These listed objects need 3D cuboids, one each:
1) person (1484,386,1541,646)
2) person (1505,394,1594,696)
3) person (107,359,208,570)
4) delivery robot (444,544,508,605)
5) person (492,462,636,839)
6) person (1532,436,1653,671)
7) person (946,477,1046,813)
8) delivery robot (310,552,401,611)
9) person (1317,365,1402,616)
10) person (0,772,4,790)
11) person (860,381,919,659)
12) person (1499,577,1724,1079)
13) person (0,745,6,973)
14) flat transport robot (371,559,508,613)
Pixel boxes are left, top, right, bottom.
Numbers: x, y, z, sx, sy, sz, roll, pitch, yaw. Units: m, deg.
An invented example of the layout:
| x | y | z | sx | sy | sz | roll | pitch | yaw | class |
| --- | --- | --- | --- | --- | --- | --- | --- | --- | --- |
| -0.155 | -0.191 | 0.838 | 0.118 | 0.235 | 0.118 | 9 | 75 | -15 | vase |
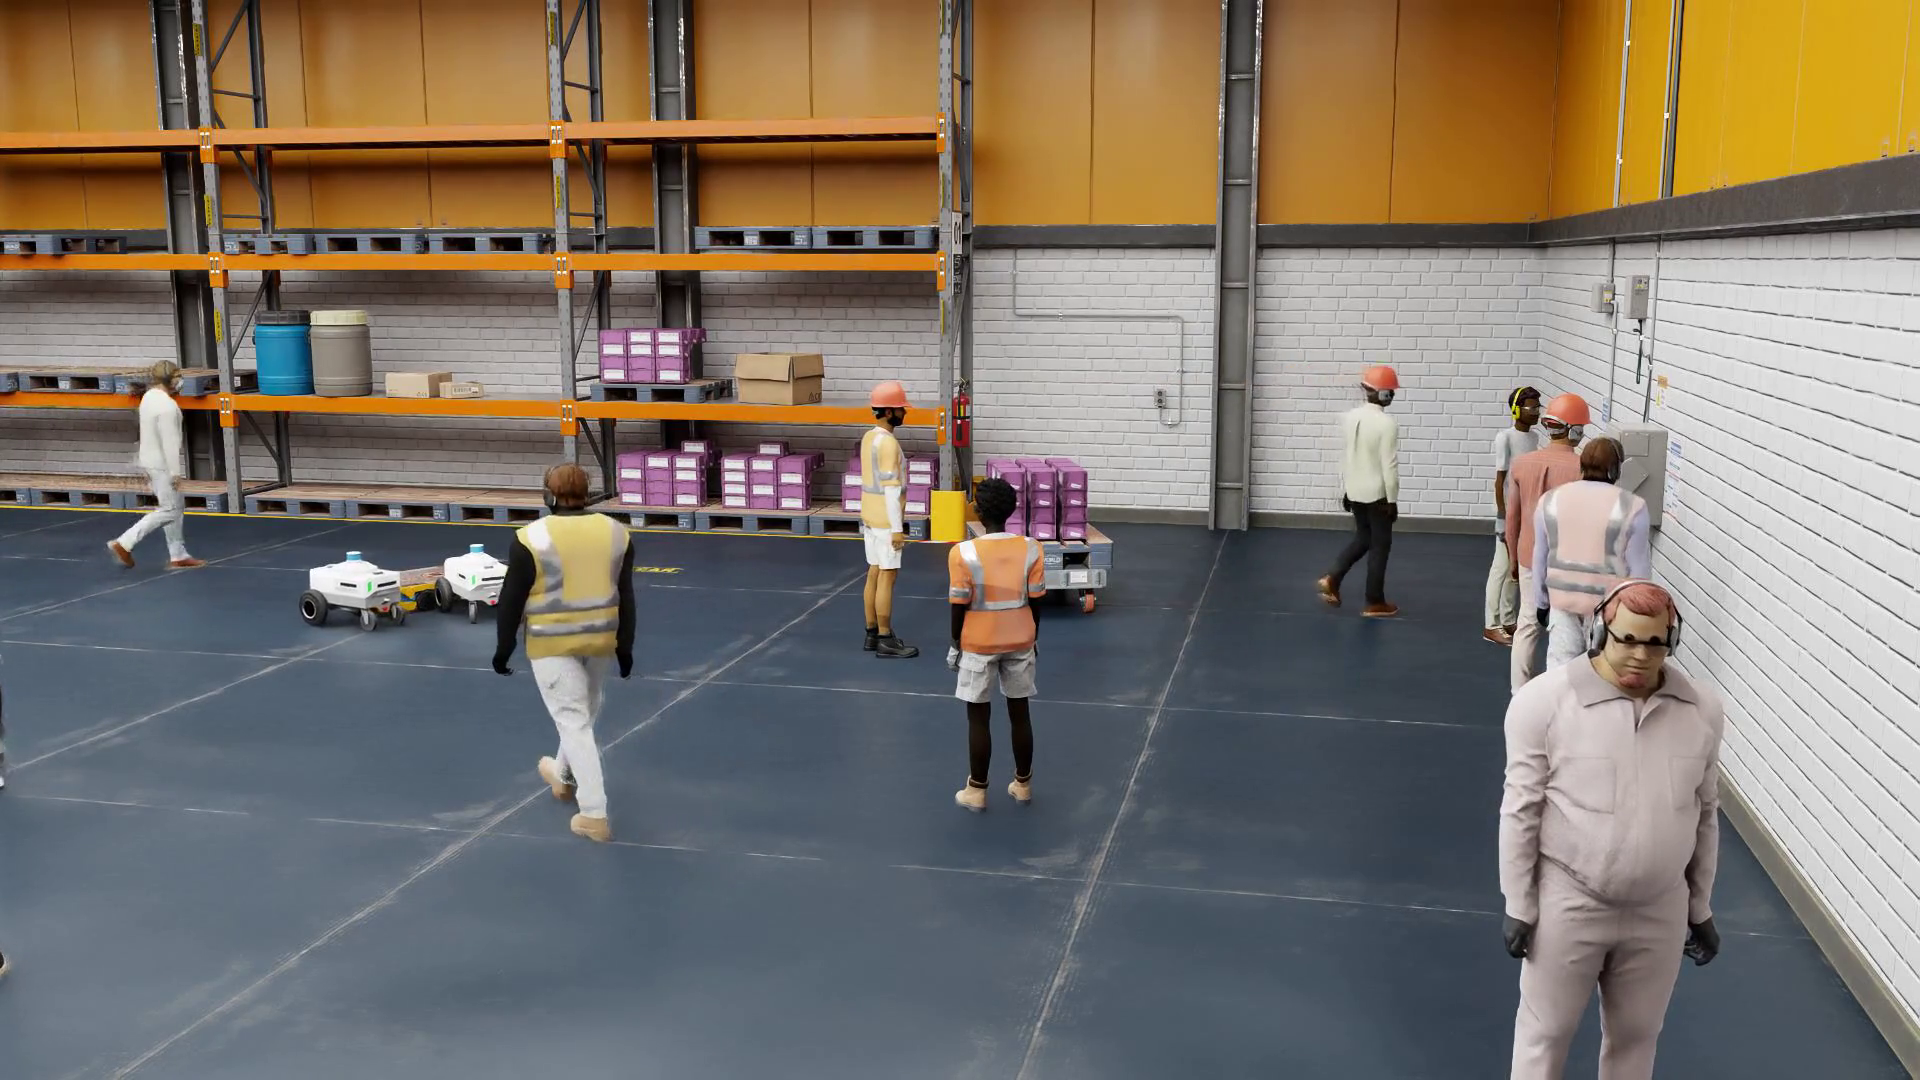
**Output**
| x | y | z | sx | sy | sz | roll | pitch | yaw | class |
| --- | --- | --- | --- | --- | --- | --- | --- | --- | --- |
| 4.047 | -0.180 | 12.079 | 0.520 | 1.871 | 0.332 | -9 | 13 | -42 | person |
| 3.545 | 0.126 | 9.891 | 0.397 | 1.992 | 0.621 | -7 | 12 | -37 | person |
| -7.117 | -0.634 | 14.651 | 0.764 | 1.910 | 0.656 | -8 | 13 | -40 | person |
| -3.760 | 0.277 | 12.981 | 0.477 | 0.478 | 0.707 | -6 | 12 | -34 | delivery robot |
| -1.964 | 0.510 | 8.194 | 0.641 | 1.790 | 0.950 | -8 | 13 | -41 | person |
| 3.413 | 0.357 | 8.981 | 0.633 | 1.842 | 0.429 | 9 | 13 | 42 | person |
| 0.179 | 0.528 | 8.397 | 0.538 | 1.697 | 0.317 | -4 | 10 | -23 | person |
| -4.601 | 0.332 | 12.656 | 0.707 | 0.478 | 0.477 | 6 | 11 | 29 | delivery robot |
| 3.147 | -0.368 | 12.873 | 0.572 | 1.973 | 0.634 | -4 | 10 | -23 | person |
| -5.157 | 0.400 | 8.463 | 0.356 | 1.930 | 0.592 | 0 | 10 | -1 | person |
| -0.507 | -0.143 | 11.655 | 0.364 | 1.939 | 0.542 | -4 | 10 | -20 | person |
| 1.863 | 1.043 | 4.751 | 0.639 | 1.902 | 0.406 | 0 | 10 | -3 | person |
| -3.979 | 0.758 | 6.324 | 0.608 | 1.944 | 0.558 | -6 | 11 | -30 | person |
| -4.219 | 0.364 | 13.580 | 1.431 | 0.197 | 0.652 | -9 | 13 | -44 | flat transport robot |
